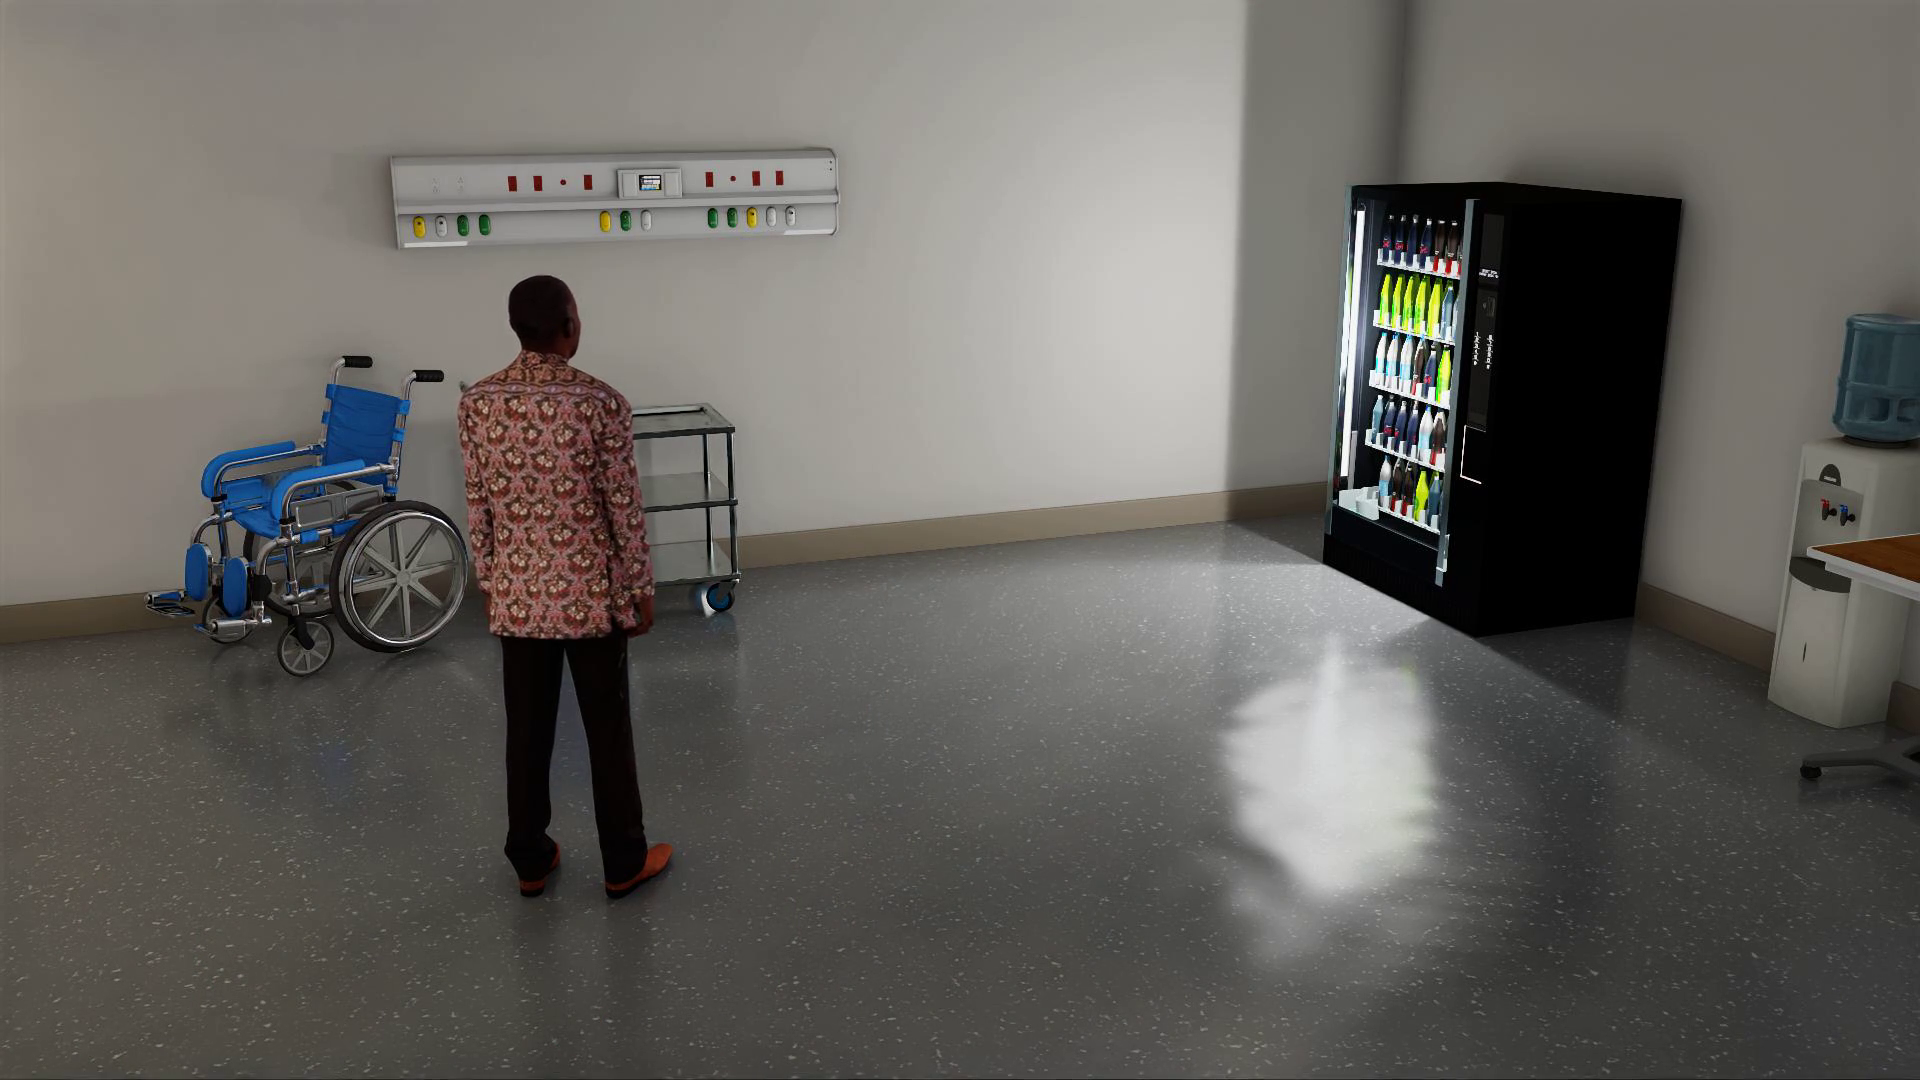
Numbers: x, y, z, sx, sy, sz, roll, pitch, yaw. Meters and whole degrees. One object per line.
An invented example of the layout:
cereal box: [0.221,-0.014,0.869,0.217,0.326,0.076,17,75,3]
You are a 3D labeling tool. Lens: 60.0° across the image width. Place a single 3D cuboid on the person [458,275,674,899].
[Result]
person: [-1.139,0.151,4.749,0.774,1.811,0.770,2,16,8]
